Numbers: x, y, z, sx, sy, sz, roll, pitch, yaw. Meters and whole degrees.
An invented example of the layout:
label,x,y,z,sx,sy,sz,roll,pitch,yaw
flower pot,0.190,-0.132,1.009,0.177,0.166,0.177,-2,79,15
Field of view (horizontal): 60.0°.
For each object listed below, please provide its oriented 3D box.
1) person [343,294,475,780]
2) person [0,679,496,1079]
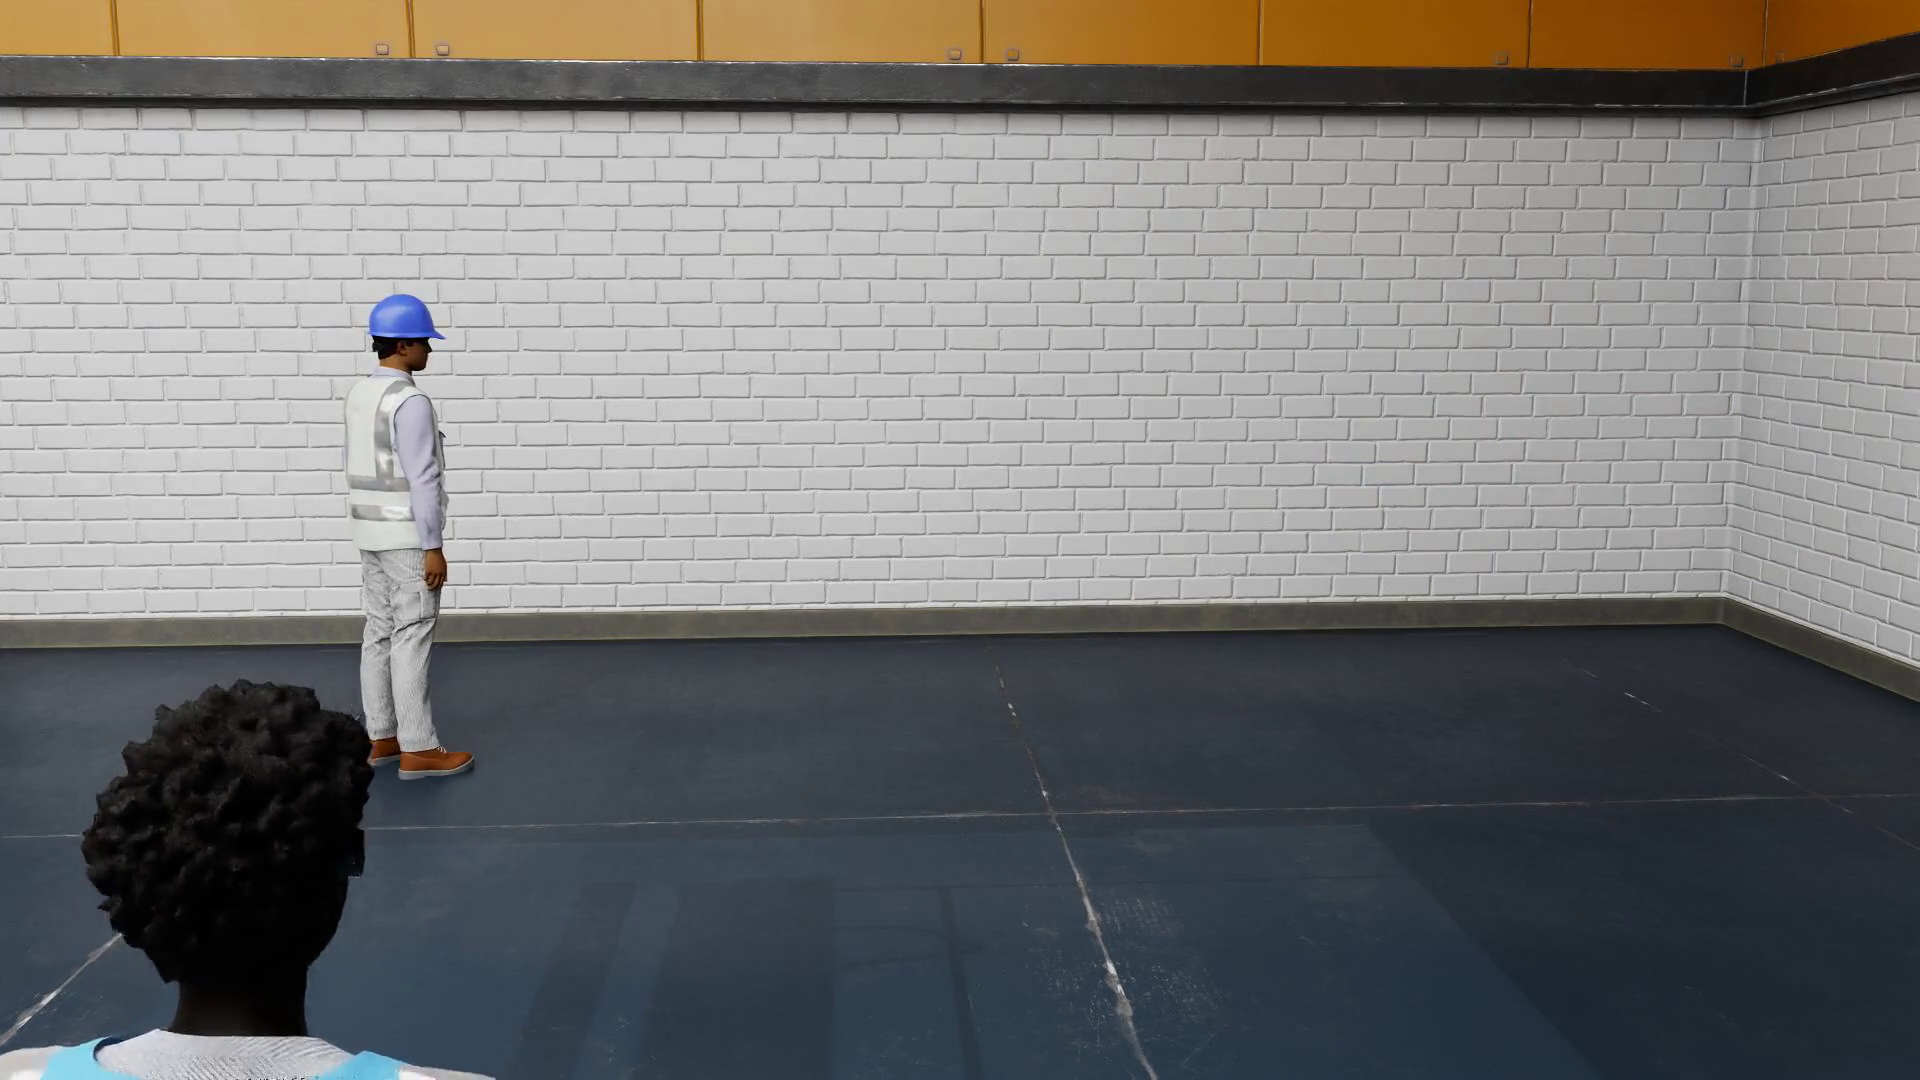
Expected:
label,x,y,z,sx,sy,sz,roll,pitch,yaw
person,-2.252,-0.015,6.743,0.404,1.945,0.616,-9,12,-43
person,-0.605,0.965,1.433,0.592,1.699,0.435,1,9,3
